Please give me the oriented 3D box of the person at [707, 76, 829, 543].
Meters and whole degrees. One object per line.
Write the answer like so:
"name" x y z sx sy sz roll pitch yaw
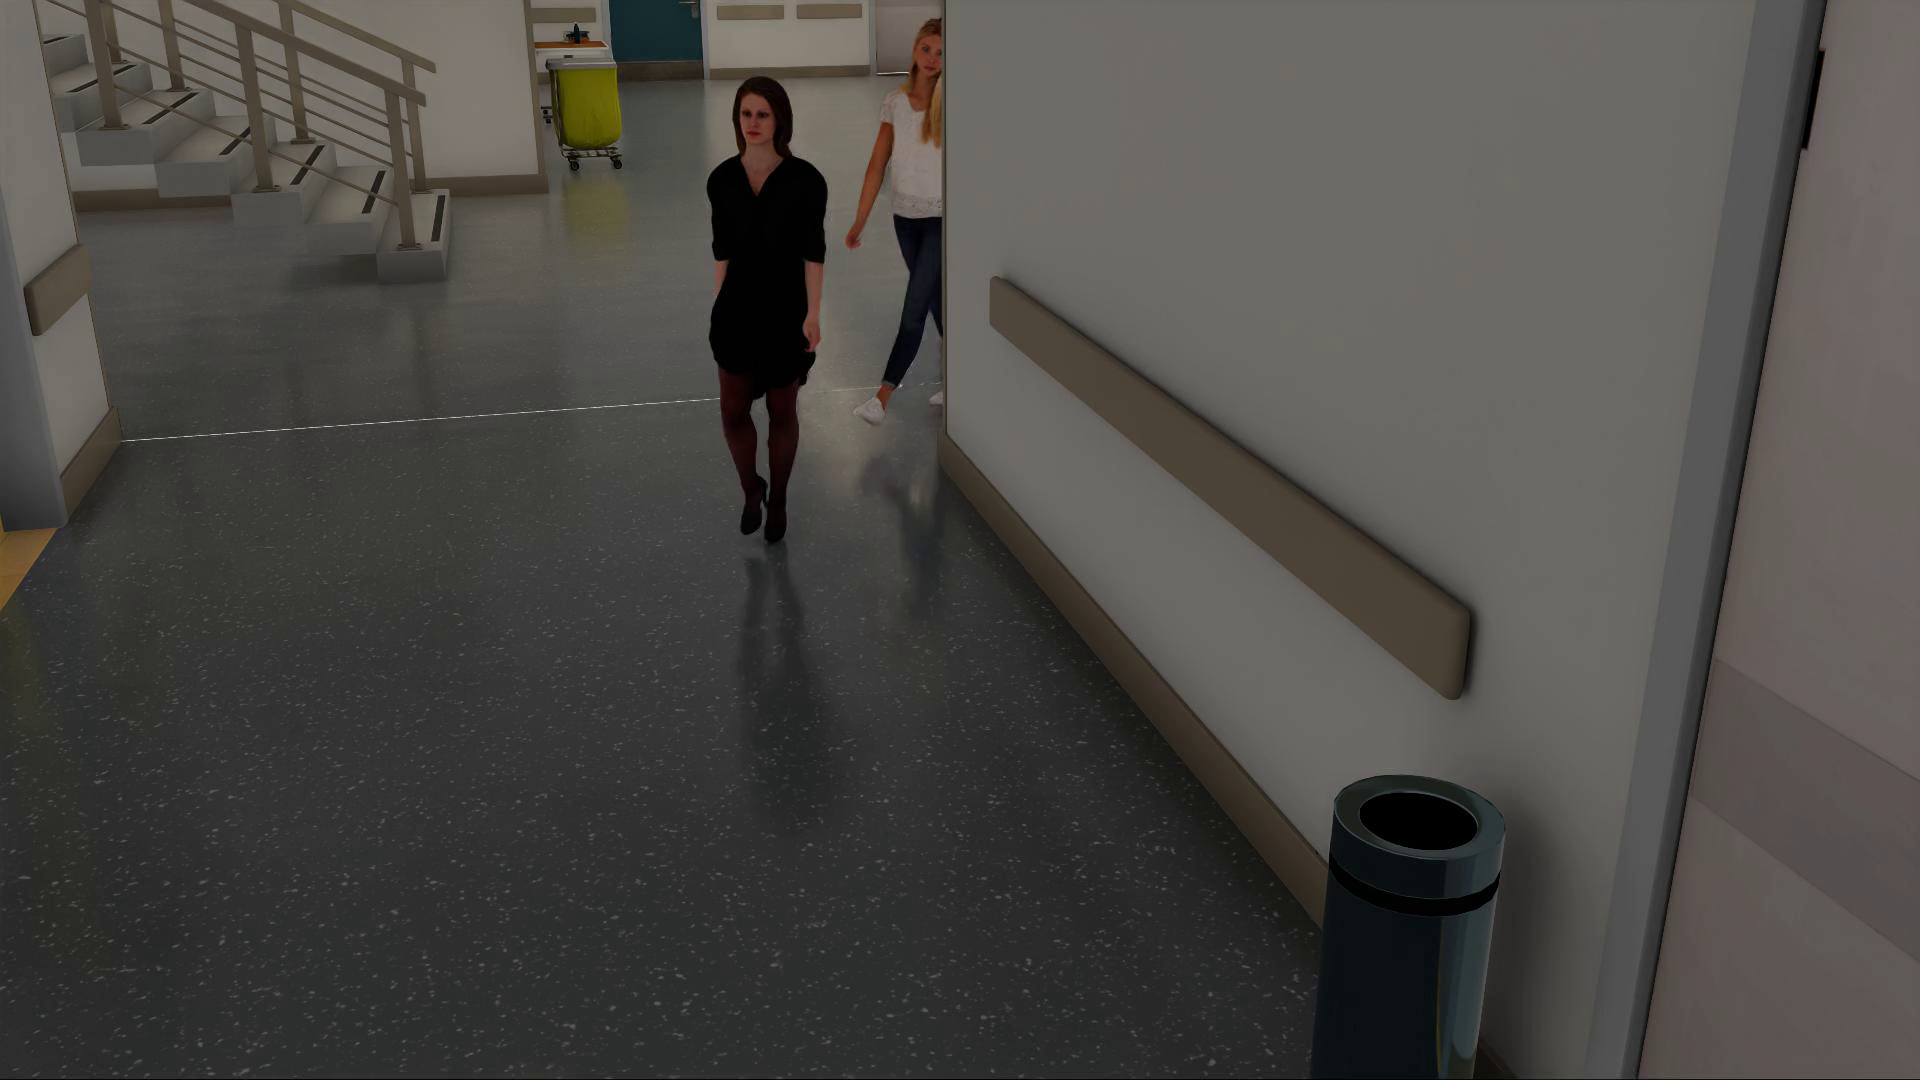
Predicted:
"person" -0.672 -0.819 6.064 0.636 1.691 0.736 2 21 6

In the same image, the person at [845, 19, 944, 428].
"person" -0.084 -1.385 7.462 1.101 1.758 1.226 17 26 37
